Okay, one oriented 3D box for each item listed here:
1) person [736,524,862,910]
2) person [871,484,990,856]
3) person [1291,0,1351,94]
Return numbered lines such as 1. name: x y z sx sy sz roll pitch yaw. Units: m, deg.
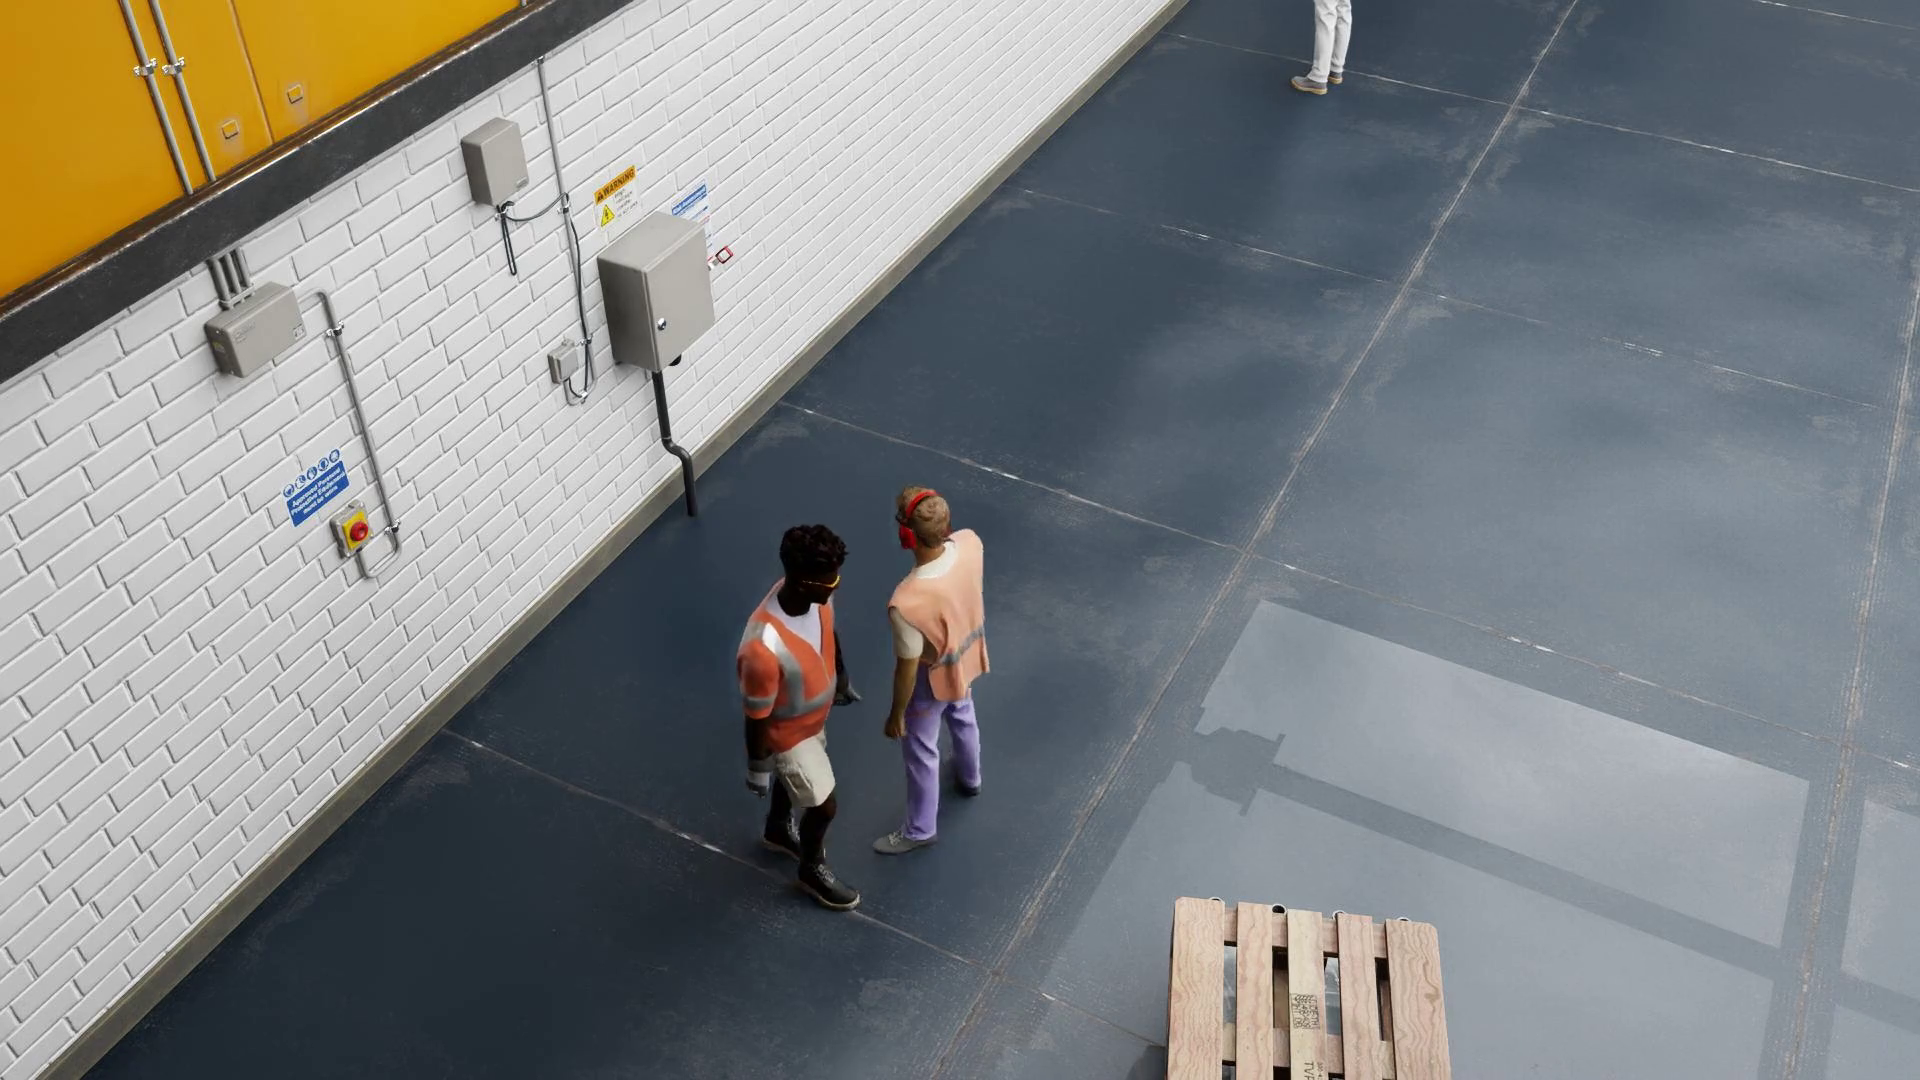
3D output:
1. person: -0.612 0.731 6.719 0.680 1.925 0.681 15 43 17
2. person: -0.104 0.576 6.989 0.403 1.824 0.730 24 46 25
3. person: 2.844 -4.327 12.620 0.355 1.883 0.573 32 50 31
